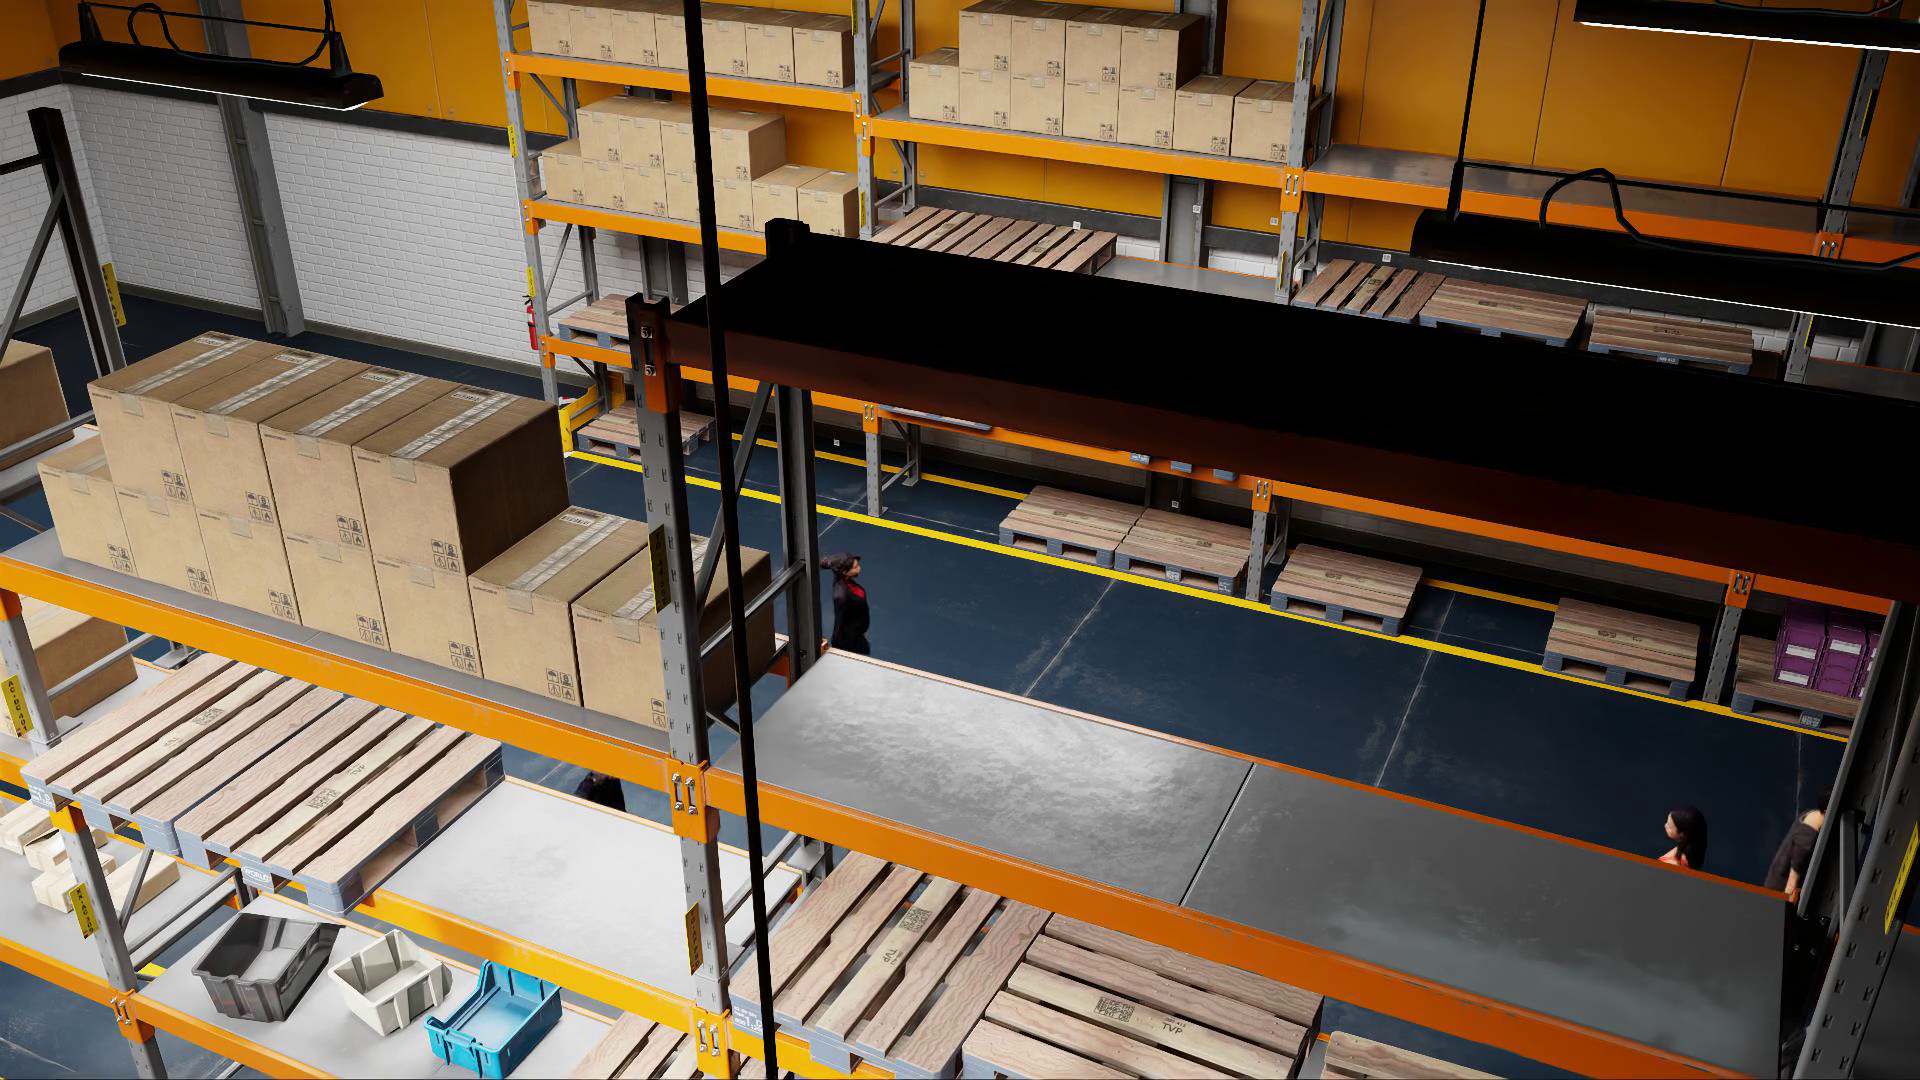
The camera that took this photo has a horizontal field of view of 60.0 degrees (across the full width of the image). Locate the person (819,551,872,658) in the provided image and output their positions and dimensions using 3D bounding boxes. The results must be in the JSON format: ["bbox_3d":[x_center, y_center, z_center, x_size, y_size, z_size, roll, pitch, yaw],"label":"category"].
[{"bbox_3d":[-0.977,0.826,13.427,1.083,1.600,0.887,-2,29,-3],"label":"person"}]

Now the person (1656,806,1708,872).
[{"bbox_3d":[4.512,2.422,10.412,1.147,1.685,0.808,23,36,36],"label":"person"}]
